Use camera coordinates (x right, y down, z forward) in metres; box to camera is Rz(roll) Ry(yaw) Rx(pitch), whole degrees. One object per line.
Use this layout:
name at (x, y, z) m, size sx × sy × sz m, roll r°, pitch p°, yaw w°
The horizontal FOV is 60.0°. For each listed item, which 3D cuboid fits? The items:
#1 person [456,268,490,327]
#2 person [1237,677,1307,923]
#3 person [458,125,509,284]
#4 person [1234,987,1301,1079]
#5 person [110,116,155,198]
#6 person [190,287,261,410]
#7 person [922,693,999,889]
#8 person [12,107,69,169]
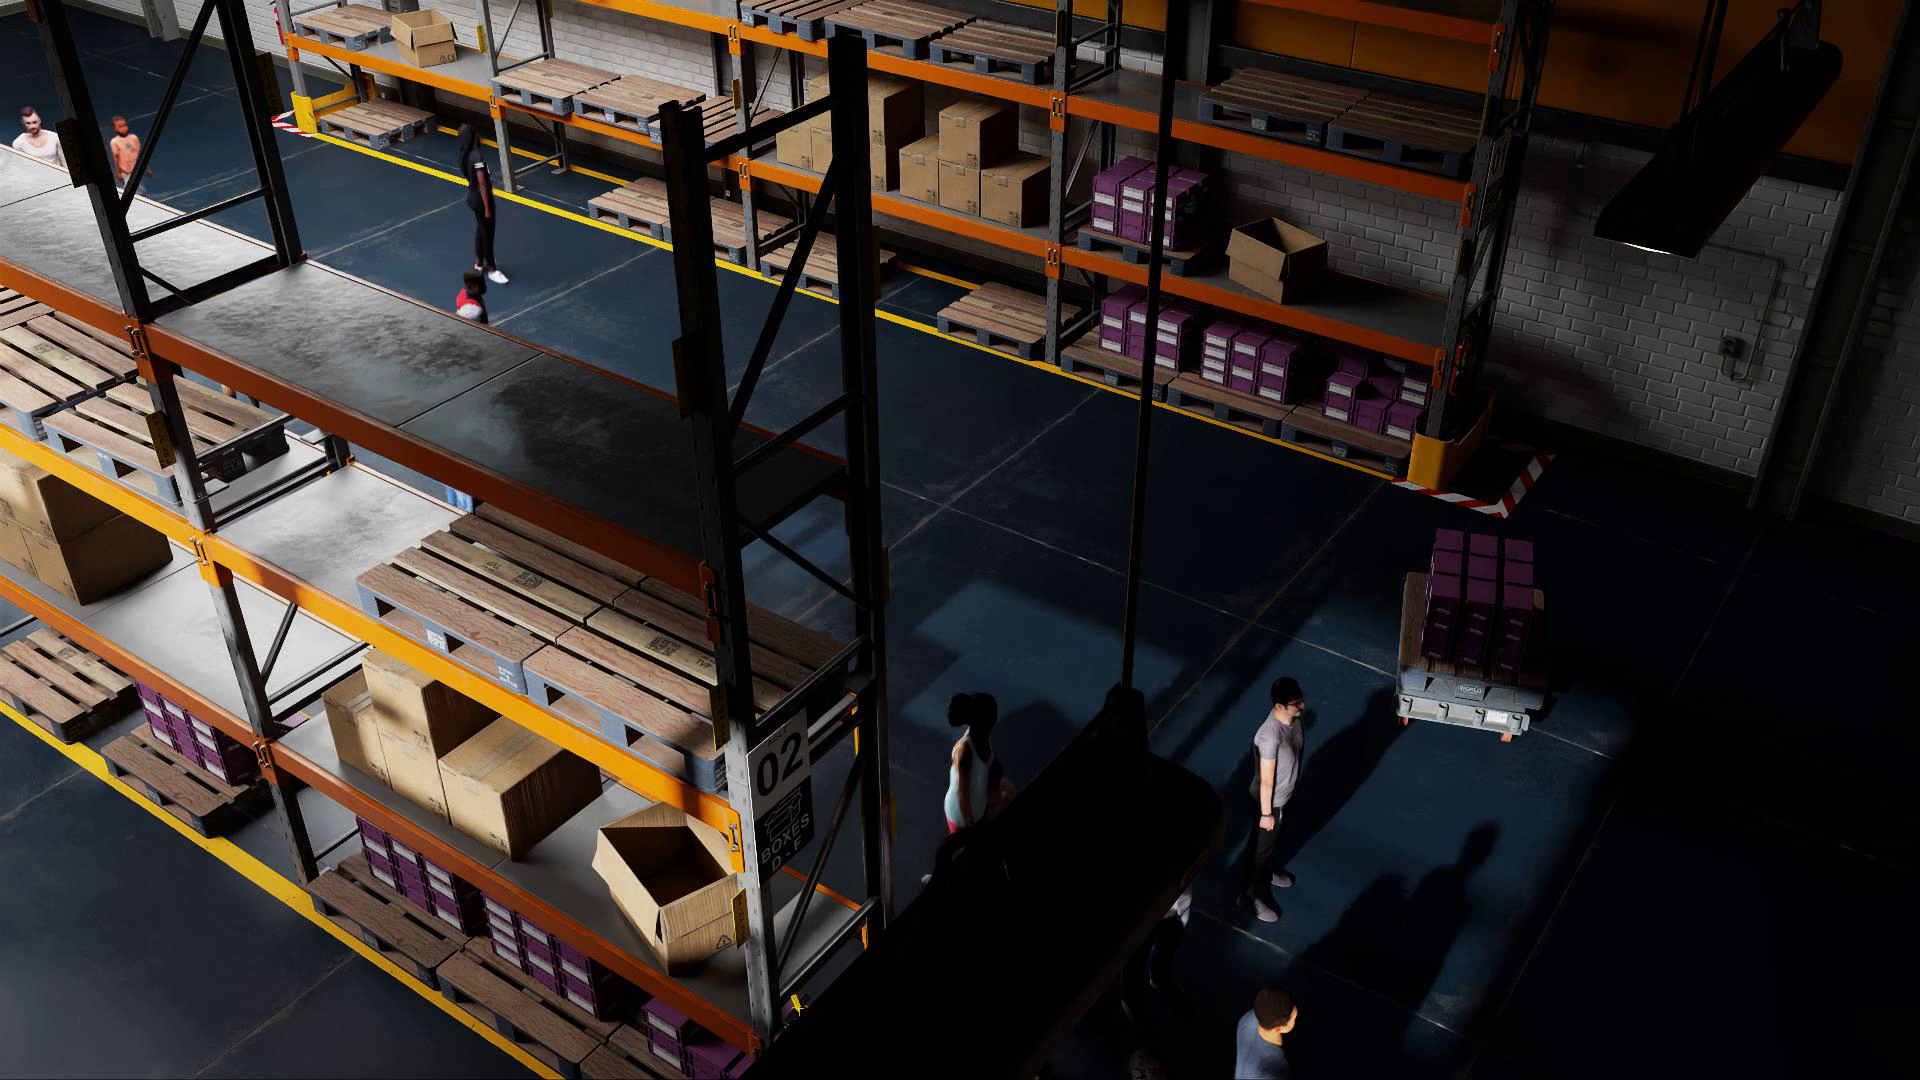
person at (-4.503, -1.674, 15.190) m, size 1.059 × 1.724 × 0.994 m, roll -9°, pitch 35°, yaw -13°
person at (1.942, 1.555, 10.305) m, size 0.595 × 1.755 × 0.657 m, roll 15°, pitch 36°, yaw 21°
person at (-5.226, -3.666, 18.174) m, size 0.881 × 1.740 × 0.701 m, roll -7°, pitch 34°, yaw -11°
person at (1.486, 2.870, 8.277) m, size 0.778 × 1.810 × 0.706 m, roll -7°, pitch 34°, yaw -11°
person at (-9.818, -4.393, 19.684) m, size 0.622 × 1.279 × 0.917 m, roll -27°, pitch 42°, yaw -34°
person at (-6.772, -1.838, 15.330) m, size 0.694 × 1.843 × 0.692 m, roll -16°, pitch 37°, yaw -23°
person at (-0.014, 1.645, 10.173) m, size 0.764 × 1.752 × 0.662 m, roll 15°, pitch 36°, yaw 21°
person at (-10.110, -3.927, 18.479) m, size 0.743 × 1.835 × 0.708 m, roll -19°, pitch 38°, yaw -26°
